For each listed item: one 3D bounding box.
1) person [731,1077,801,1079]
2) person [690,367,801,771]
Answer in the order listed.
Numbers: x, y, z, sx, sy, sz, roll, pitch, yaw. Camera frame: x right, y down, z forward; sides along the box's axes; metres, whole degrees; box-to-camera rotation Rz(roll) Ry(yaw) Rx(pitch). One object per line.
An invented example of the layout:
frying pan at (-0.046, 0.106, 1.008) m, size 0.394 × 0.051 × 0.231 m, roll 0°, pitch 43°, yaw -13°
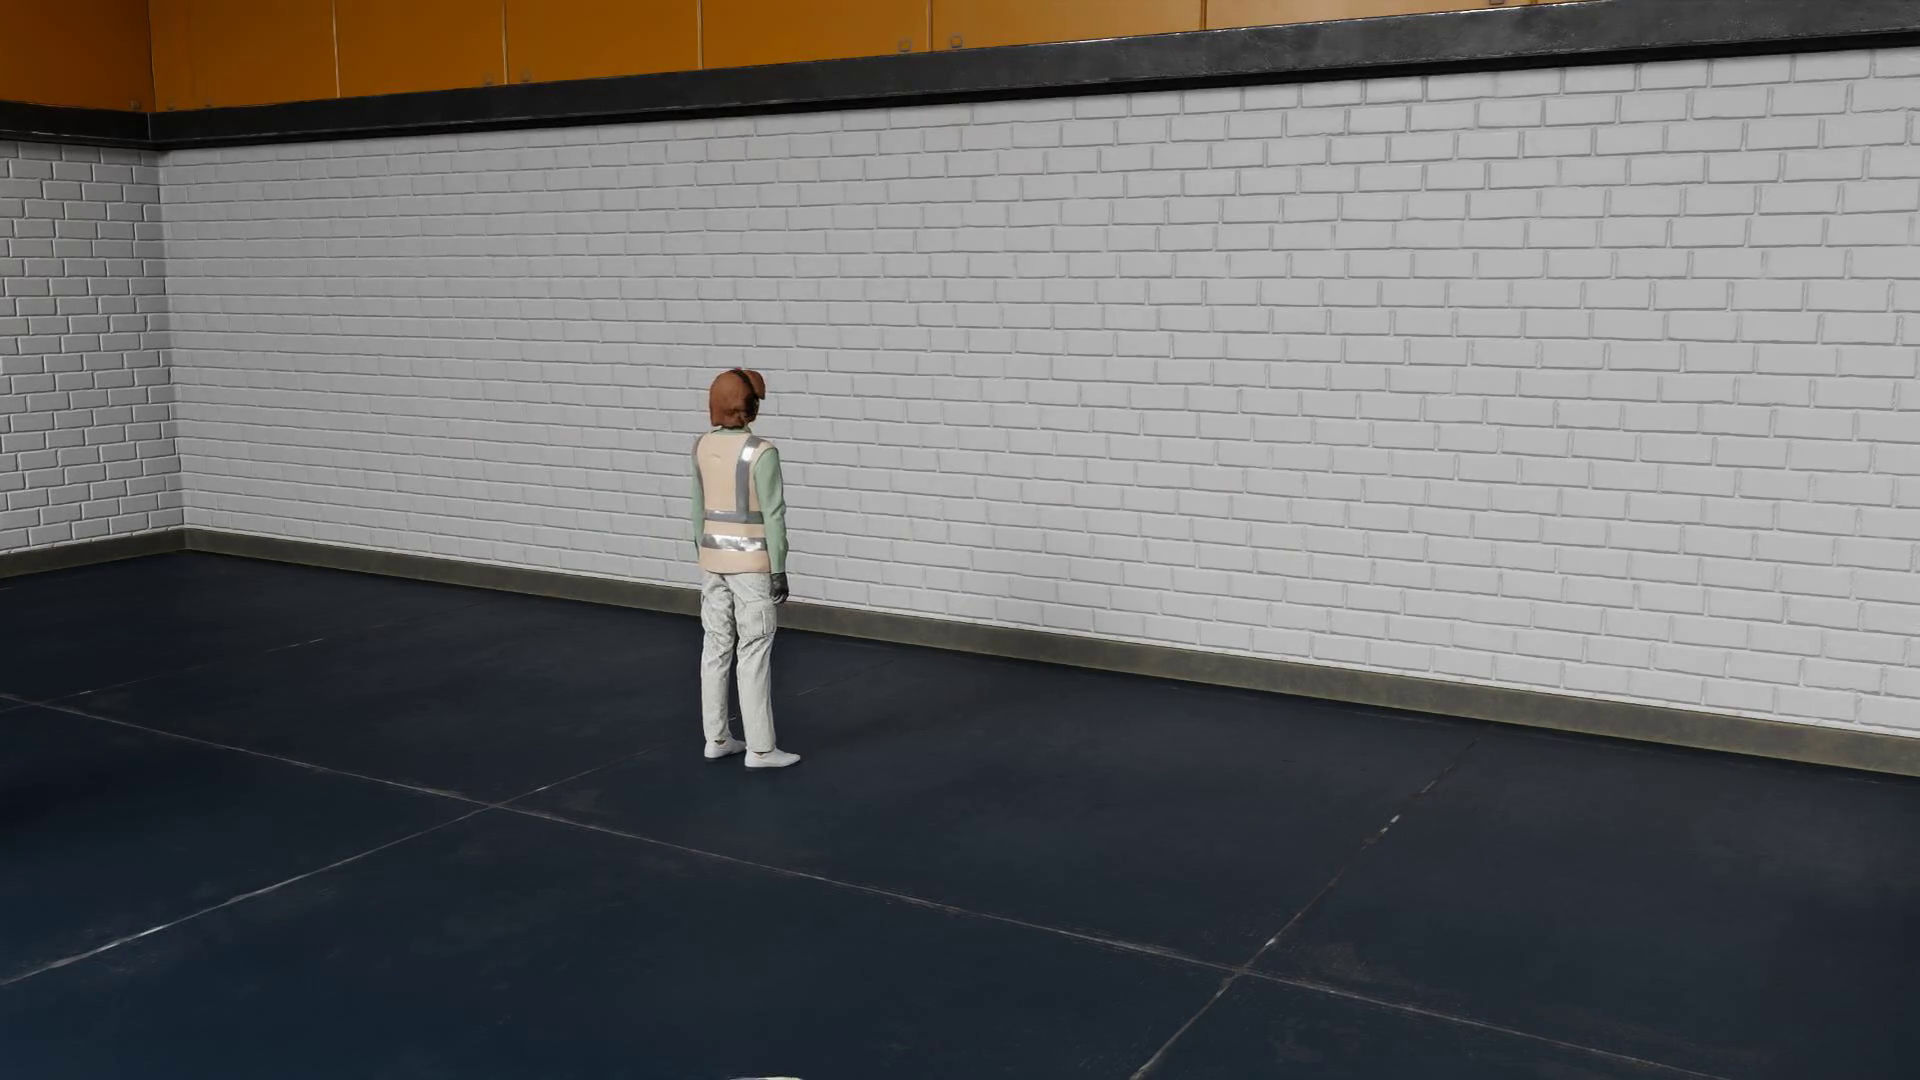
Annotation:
person at (-0.084, 0.972, 0.985) m, size 0.462 × 1.806 × 0.607 m, roll 1°, pitch 9°, yaw 7°
person at (-0.898, 0.125, 6.801) m, size 0.524 × 1.644 × 0.310 m, roll 8°, pitch 12°, yaw 39°
